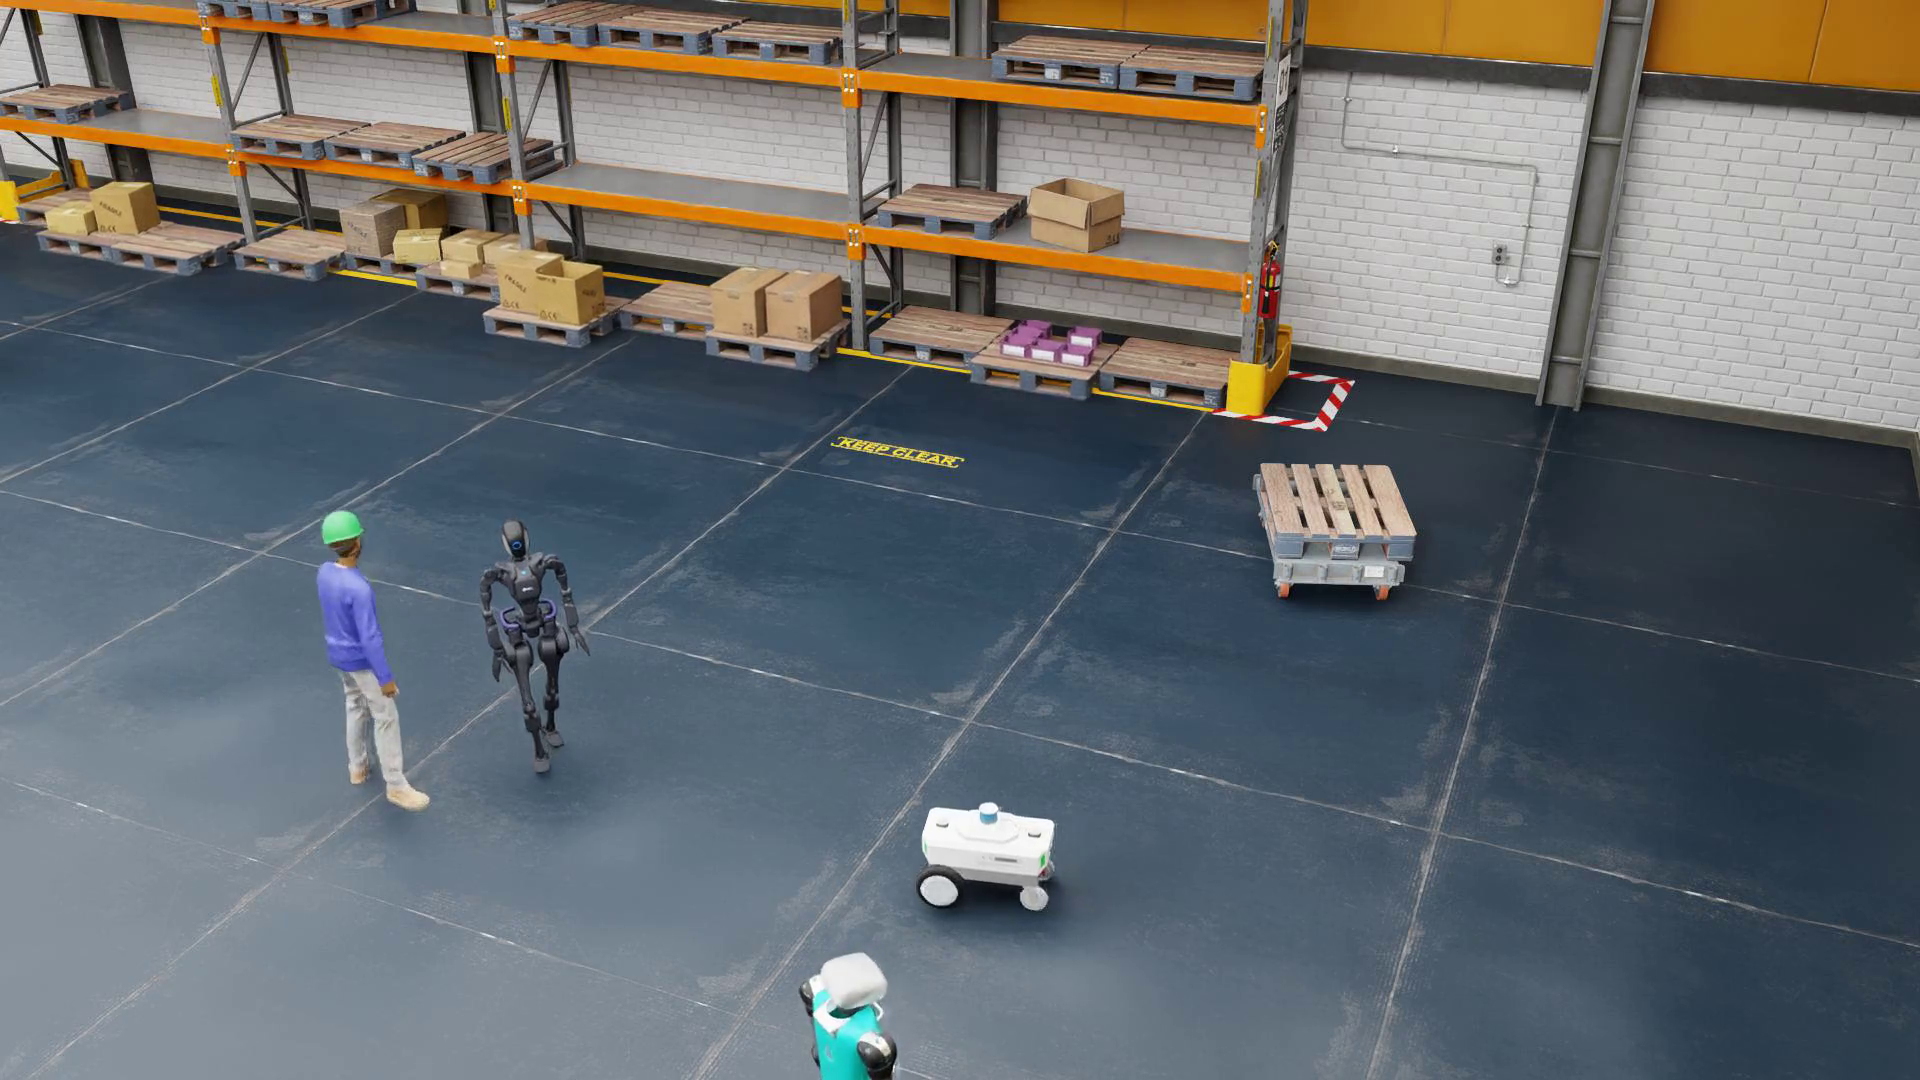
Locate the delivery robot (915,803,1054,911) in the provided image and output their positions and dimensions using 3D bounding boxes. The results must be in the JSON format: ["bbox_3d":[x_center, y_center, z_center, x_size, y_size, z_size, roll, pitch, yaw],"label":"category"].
[{"bbox_3d":[0.147,1.727,9.257,0.773,0.582,0.499,5,28,9],"label":"delivery robot"}]

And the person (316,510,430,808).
[{"bbox_3d":[-3.513,0.720,9.850,0.709,1.851,0.357,20,33,33],"label":"person"}]

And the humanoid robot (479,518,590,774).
[{"bbox_3d":[-2.583,0.623,10.195,0.599,1.646,0.576,-12,30,-22],"label":"humanoid robot"}]

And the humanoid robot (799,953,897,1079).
[{"bbox_3d":[-0.181,2.346,6.845,0.871,1.819,0.536,-19,33,-32],"label":"humanoid robot"}]
